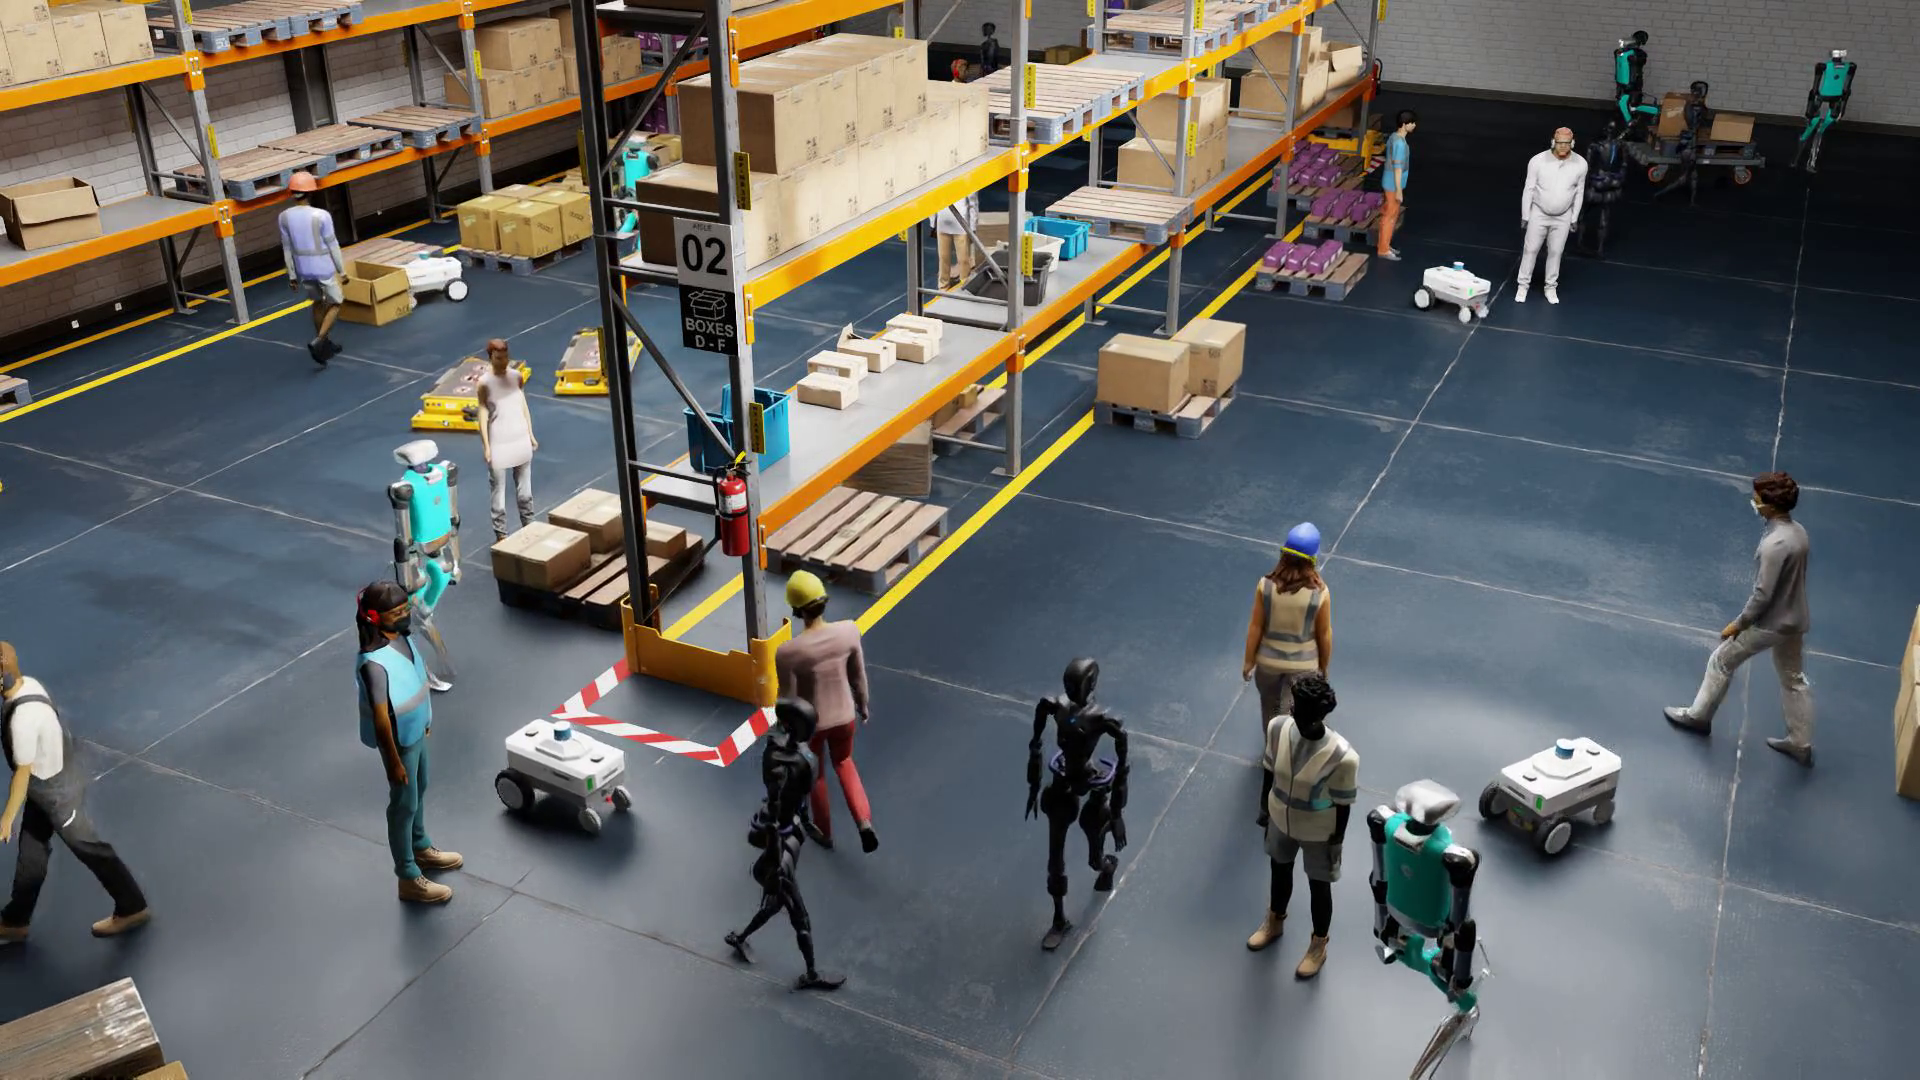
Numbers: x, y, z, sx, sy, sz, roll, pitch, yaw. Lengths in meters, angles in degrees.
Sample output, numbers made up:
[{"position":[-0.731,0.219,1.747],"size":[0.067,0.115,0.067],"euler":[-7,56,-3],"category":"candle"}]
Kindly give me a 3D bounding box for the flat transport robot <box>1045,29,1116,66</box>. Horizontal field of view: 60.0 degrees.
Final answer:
[{"position":[2.178,-8.020,28.977],"size":[1.431,0.231,0.659],"euler":[21,33,36],"category":"flat transport robot"}]

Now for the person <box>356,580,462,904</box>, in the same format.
[{"position":[-2.971,1.057,8.841],"size":[0.370,1.864,0.541],"euler":[-1,26,-2],"category":"person"}]

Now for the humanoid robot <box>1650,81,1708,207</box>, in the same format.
[{"position":[9.469,-5.144,21.617],"size":[0.711,1.631,0.599],"euler":[10,28,19],"category":"humanoid robot"}]

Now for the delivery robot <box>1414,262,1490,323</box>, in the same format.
[{"position":[5.329,-2.703,17.883],"size":[0.499,0.566,0.739],"euler":[-16,31,-29],"category":"delivery robot"}]

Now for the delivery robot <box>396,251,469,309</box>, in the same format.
[{"position":[-5.825,-2.877,18.263],"size":[0.774,0.592,0.499],"euler":[-17,31,-31],"category":"delivery robot"}]

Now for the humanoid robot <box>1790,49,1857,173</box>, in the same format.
[{"position":[12.013,-5.946,23.260],"size":[0.542,1.891,0.746],"euler":[2,26,4],"category":"humanoid robot"}]

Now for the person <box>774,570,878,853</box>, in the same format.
[{"position":[-0.728,0.991,9.103],"size":[0.546,1.741,0.530],"euler":[-15,30,-28],"category":"person"}]

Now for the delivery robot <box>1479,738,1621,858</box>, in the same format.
[{"position":[3.423,1.436,9.573],"size":[0.805,0.609,0.499],"euler":[-14,30,-27],"category":"delivery robot"}]

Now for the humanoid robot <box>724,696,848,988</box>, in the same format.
[{"position":[-0.903,1.489,8.251],"size":[0.707,1.641,0.614],"euler":[5,27,10],"category":"humanoid robot"}]

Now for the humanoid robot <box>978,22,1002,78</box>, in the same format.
[{"position":[0.452,-7.062,25.441],"size":[0.315,1.657,0.599],"euler":[13,29,25],"category":"humanoid robot"}]

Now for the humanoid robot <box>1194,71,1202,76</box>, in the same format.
[{"position":[3.506,-6.517,24.343],"size":[0.917,1.808,0.573],"euler":[-23,34,-38],"category":"humanoid robot"}]

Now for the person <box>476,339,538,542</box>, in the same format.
[{"position":[-3.458,-0.743,12.707],"size":[0.458,1.659,0.270],"euler":[-23,35,-39],"category":"person"}]

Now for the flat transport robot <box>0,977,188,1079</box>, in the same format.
[{"position":[-3.633,2.958,6.803],"size":[1.431,0.231,0.659],"euler":[-18,32,-32],"category":"flat transport robot"}]

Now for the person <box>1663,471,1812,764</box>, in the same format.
[{"position":[4.857,0.462,10.087],"size":[0.539,1.824,0.964],"euler":[-22,34,-38],"category":"person"}]

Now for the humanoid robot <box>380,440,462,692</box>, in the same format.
[{"position":[-3.547,0.202,10.779],"size":[0.651,1.850,0.545],"euler":[13,29,24],"category":"humanoid robot"}]

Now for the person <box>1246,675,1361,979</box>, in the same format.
[{"position":[1.716,1.413,8.323],"size":[0.535,1.692,0.319],"euler":[24,35,39],"category":"person"}]

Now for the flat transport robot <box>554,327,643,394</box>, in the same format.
[{"position":[-3.534,-1.760,16.334],"size":[0.659,0.231,1.431],"euler":[-1,26,-2],"category":"flat transport robot"}]

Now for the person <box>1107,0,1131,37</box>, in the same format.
[{"position":[2.721,-9.011,29.108],"size":[0.543,1.929,0.419],"euler":[18,32,32],"category":"person"}]

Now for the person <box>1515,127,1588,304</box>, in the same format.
[{"position":[6.398,-3.505,18.015],"size":[0.641,1.908,0.414],"euler":[3,27,7],"category":"person"}]

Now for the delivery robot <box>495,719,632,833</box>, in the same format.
[{"position":[-2.304,1.333,9.746],"size":[0.757,0.580,0.499],"euler":[15,30,28],"category":"delivery robot"}]

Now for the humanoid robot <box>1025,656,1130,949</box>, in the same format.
[{"position":[0.645,1.296,8.634],"size":[0.589,1.650,0.730],"euler":[13,29,25],"category":"humanoid robot"}]

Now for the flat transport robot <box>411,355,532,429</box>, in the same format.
[{"position":[-4.562,-1.387,15.580],"size":[0.659,0.231,1.431],"euler":[2,26,5],"category":"flat transport robot"}]

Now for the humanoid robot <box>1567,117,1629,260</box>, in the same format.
[{"position":[7.539,-4.153,19.586],"size":[0.600,1.642,0.494],"euler":[-5,27,-9],"category":"humanoid robot"}]

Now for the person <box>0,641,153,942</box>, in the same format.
[{"position":[-4.728,1.323,8.381],"size":[0.928,1.796,0.507],"euler":[-16,30,-29],"category":"person"}]

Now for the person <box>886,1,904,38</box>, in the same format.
[{"position":[-0.964,-8.153,27.523],"size":[0.521,1.801,0.825],"euler":[8,27,15],"category":"person"}]

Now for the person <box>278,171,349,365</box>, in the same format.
[{"position":[-6.312,-2.622,16.220],"size":[0.567,1.916,0.688],"euler":[4,27,9],"category":"person"}]

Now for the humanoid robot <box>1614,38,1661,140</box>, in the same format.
[{"position":[9.899,-6.395,24.139],"size":[1.071,1.754,0.548],"euler":[-4,27,-7],"category":"humanoid robot"}]

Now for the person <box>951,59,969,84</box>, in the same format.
[{"position":[-0.033,-5.382,21.868],"size":[0.390,1.849,0.563],"euler":[11,28,21],"category":"person"}]

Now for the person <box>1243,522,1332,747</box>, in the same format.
[{"position":[1.916,0.700,9.722],"size":[0.471,1.719,0.942],"euler":[10,28,19],"category":"person"}]

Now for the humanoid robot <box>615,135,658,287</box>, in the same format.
[{"position":[-3.670,-3.463,18.199],"size":[0.550,1.774,1.036],"euler":[11,29,22],"category":"humanoid robot"}]

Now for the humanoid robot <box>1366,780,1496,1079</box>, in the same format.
[{"position":[2.257,1.782,7.580],"size":[0.925,1.811,0.555],"euler":[-19,32,-33],"category":"humanoid robot"}]

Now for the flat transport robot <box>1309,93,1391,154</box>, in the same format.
[{"position":[5.658,-5.969,24.836],"size":[1.431,0.231,0.659],"euler":[12,29,22],"category":"flat transport robot"}]

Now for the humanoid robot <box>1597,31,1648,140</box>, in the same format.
[{"position":[10.085,-6.817,25.016],"size":[0.769,1.633,0.603],"euler":[2,26,3],"category":"humanoid robot"}]

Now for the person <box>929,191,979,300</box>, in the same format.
[{"position":[-0.081,-3.397,17.965],"size":[0.571,1.750,0.330],"euler":[11,28,21],"category":"person"}]

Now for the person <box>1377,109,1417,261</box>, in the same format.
[{"position":[5.117,-4.160,19.505],"size":[0.339,1.759,0.499],"euler":[3,27,6],"category":"person"}]
